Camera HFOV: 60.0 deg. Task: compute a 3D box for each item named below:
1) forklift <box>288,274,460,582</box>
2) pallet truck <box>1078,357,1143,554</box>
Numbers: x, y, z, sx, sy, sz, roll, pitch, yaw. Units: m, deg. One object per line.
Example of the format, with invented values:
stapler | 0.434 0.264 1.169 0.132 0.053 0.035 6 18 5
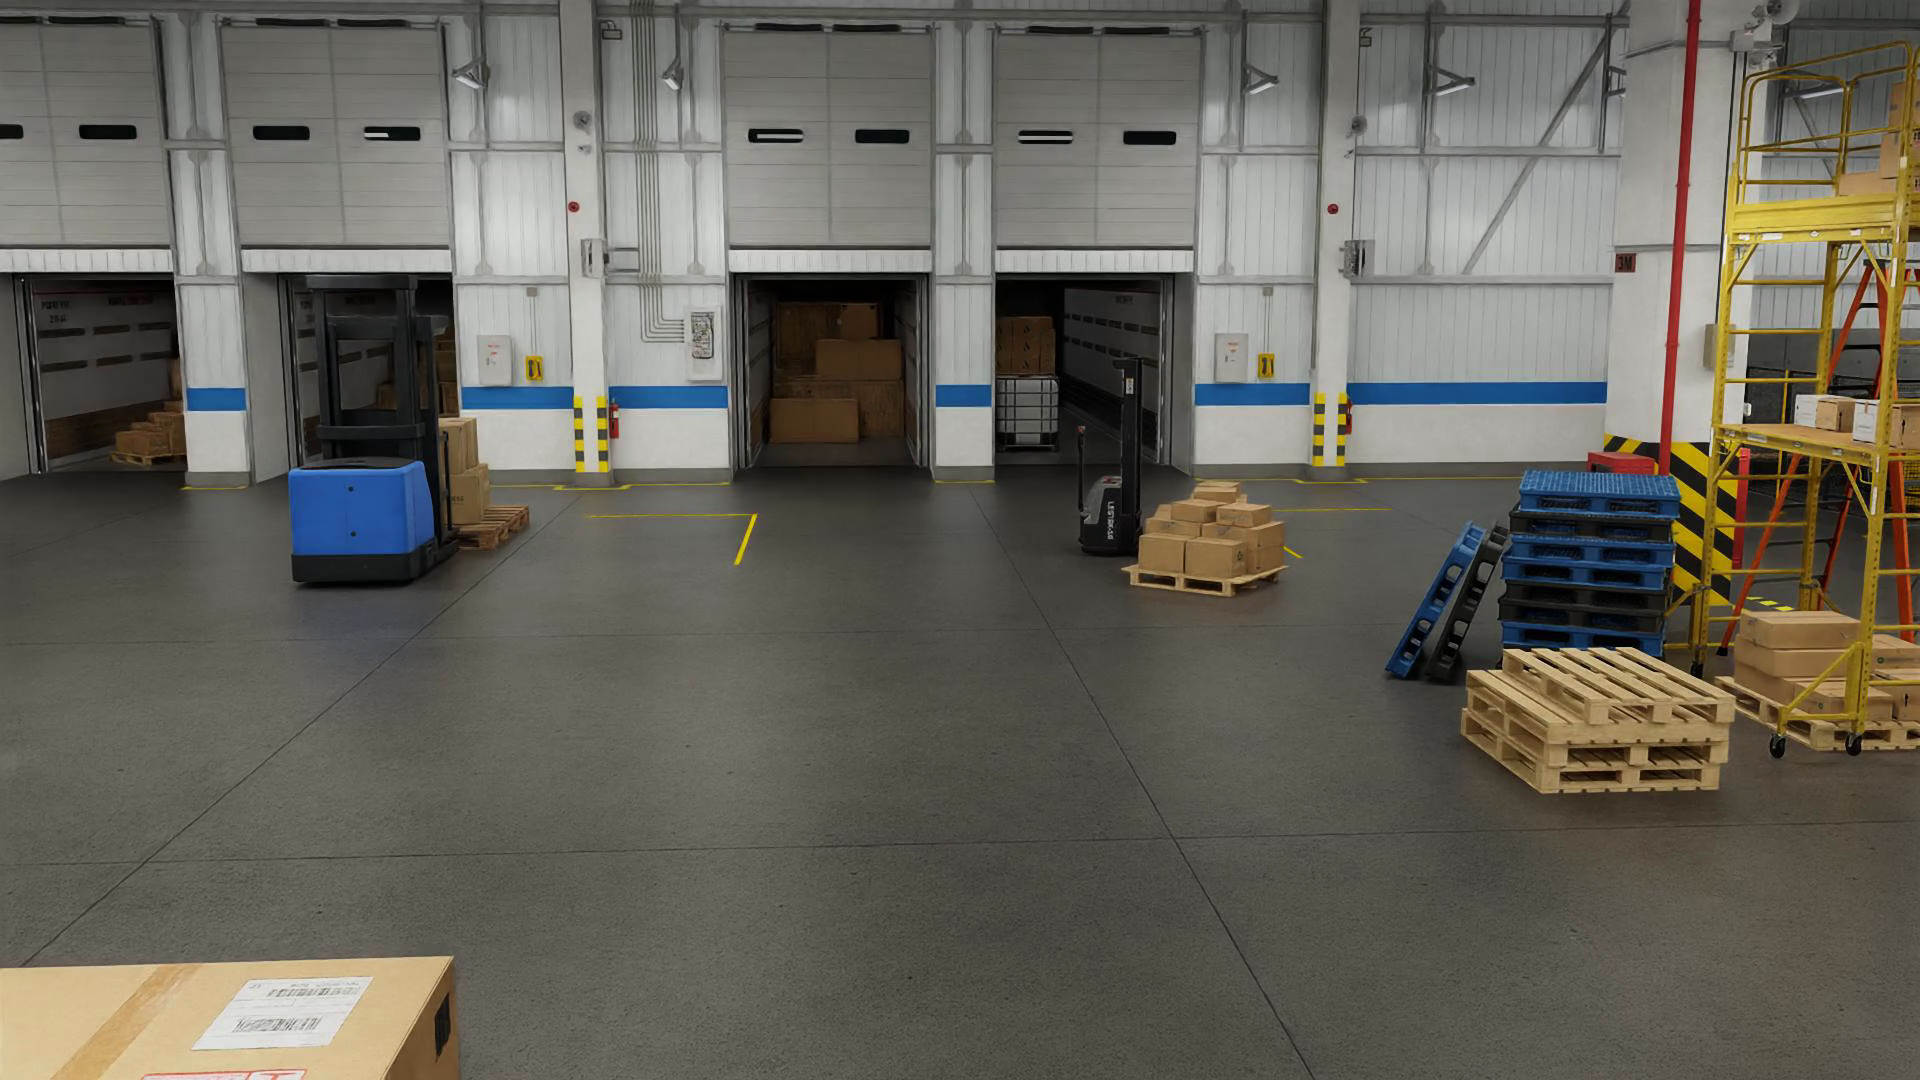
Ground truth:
forklift | -5.554 -1.101 15.662 1.129 2.768 1.873 -1 9 -4
pallet truck | 2.088 -0.836 16.757 1.885 1.965 0.823 2 9 13
